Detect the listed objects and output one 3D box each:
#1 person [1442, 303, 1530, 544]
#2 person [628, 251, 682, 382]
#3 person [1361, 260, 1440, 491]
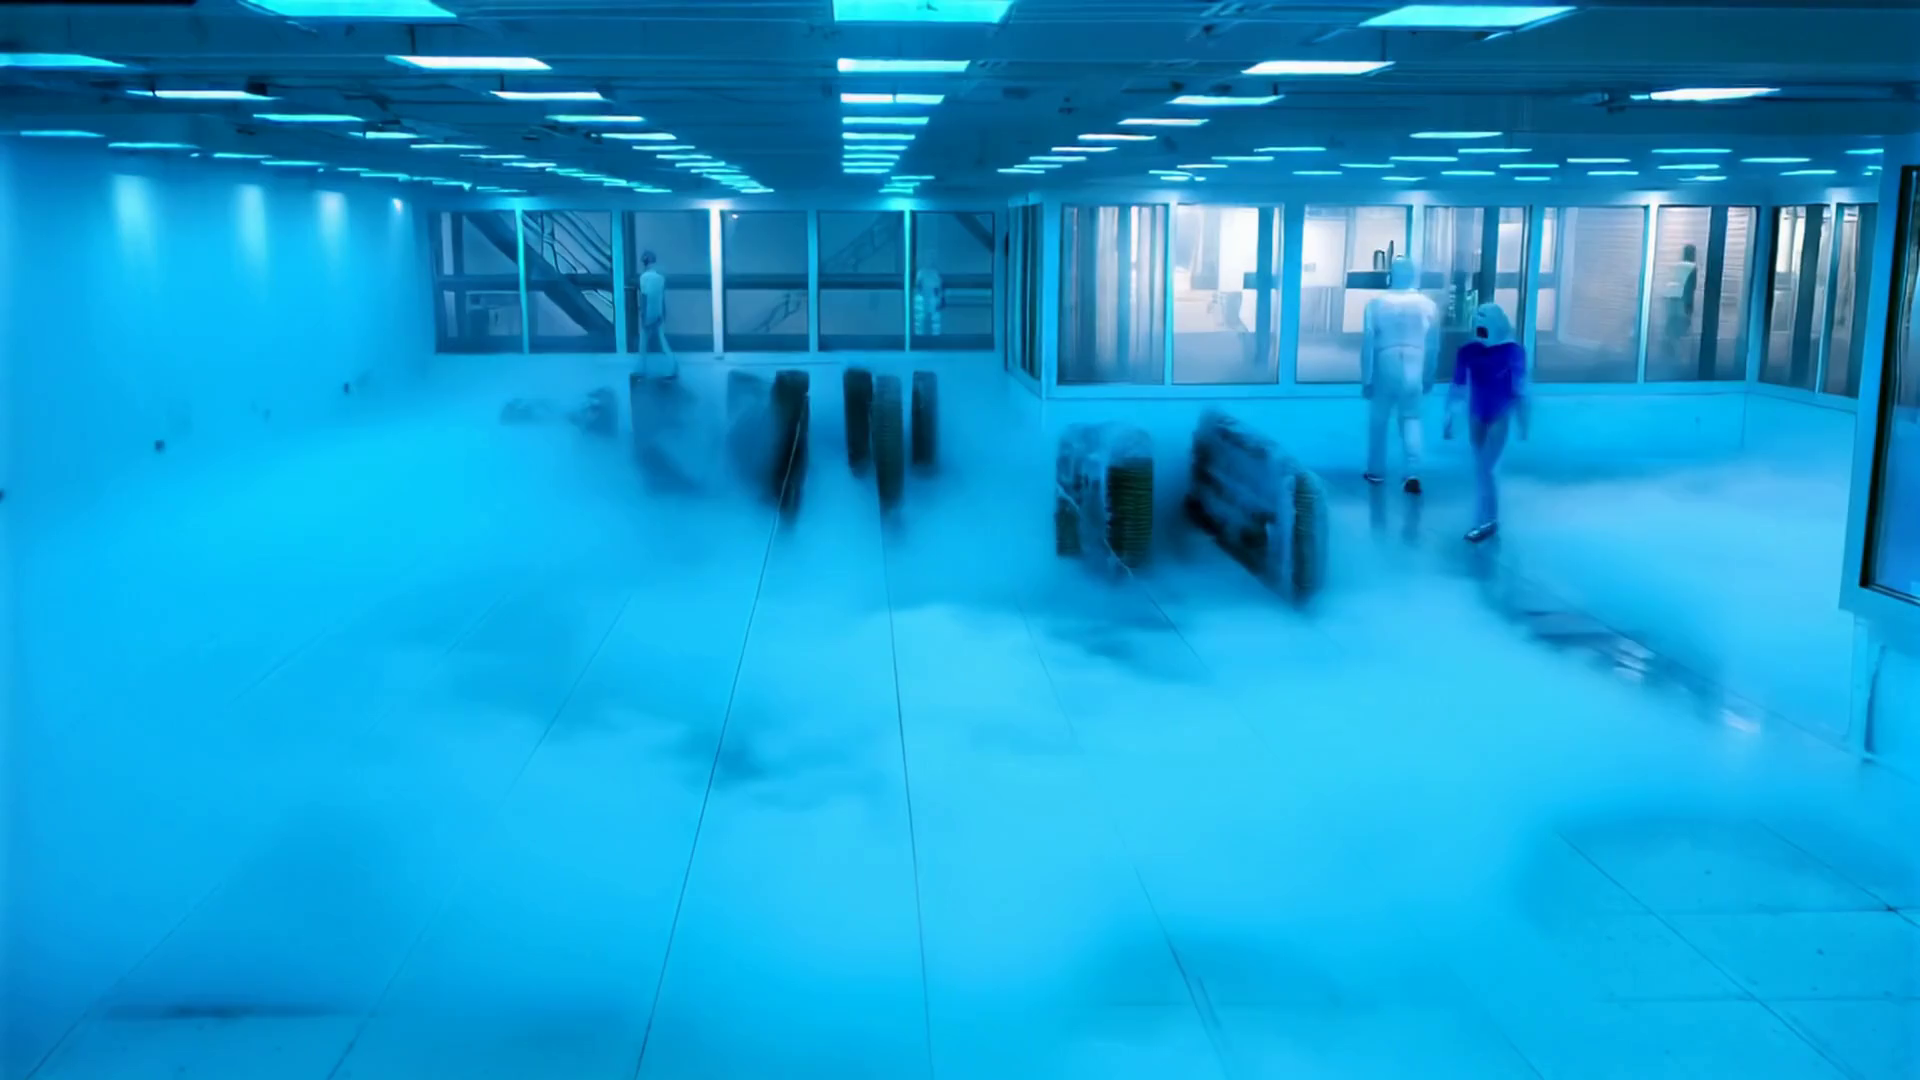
[{"bbox_3d":[3.493,-0.774,11.155,0.752,1.600,0.524,-9,14,-41],"label":"person"},{"bbox_3d":[-4.250,-3.108,23.184,0.965,1.829,0.535,8,13,35],"label":"person"},{"bbox_3d":[3.594,-1.350,13.595,0.657,1.865,0.979,-1,11,-3],"label":"person"}]
